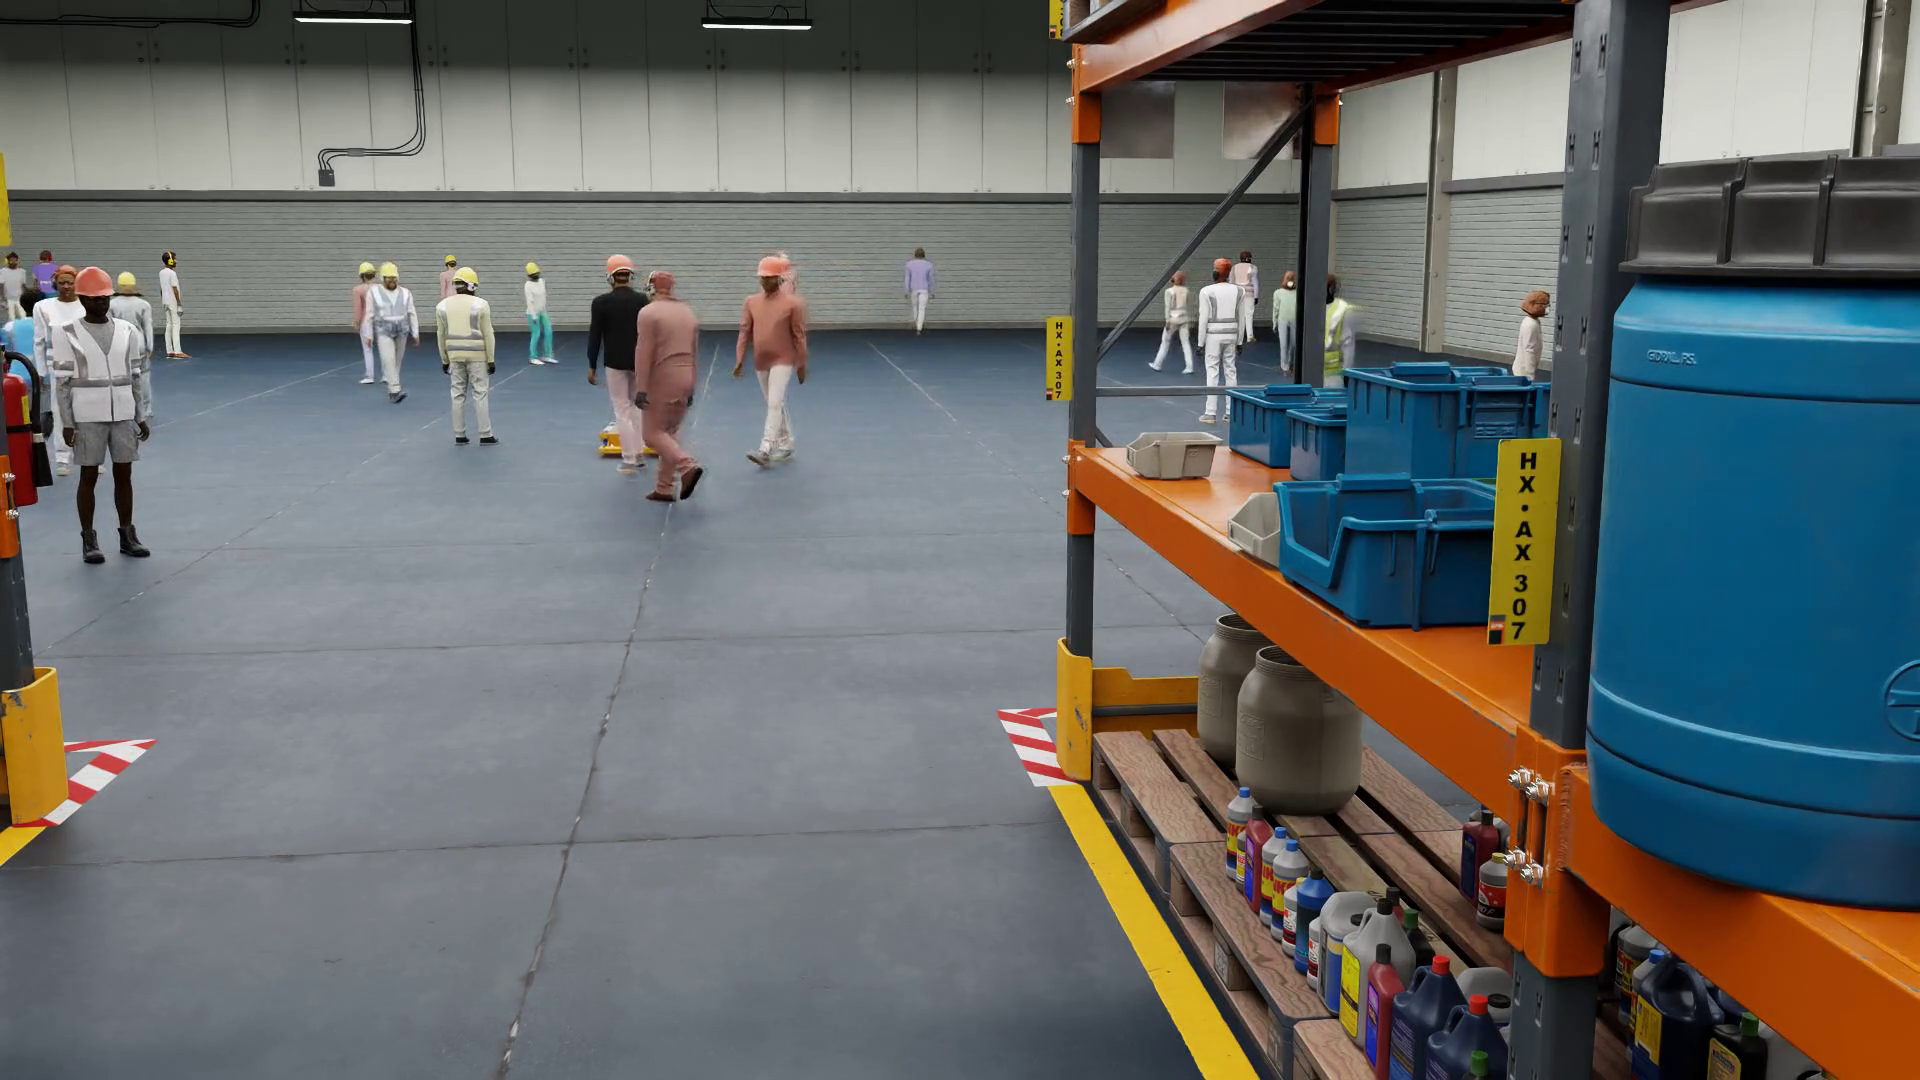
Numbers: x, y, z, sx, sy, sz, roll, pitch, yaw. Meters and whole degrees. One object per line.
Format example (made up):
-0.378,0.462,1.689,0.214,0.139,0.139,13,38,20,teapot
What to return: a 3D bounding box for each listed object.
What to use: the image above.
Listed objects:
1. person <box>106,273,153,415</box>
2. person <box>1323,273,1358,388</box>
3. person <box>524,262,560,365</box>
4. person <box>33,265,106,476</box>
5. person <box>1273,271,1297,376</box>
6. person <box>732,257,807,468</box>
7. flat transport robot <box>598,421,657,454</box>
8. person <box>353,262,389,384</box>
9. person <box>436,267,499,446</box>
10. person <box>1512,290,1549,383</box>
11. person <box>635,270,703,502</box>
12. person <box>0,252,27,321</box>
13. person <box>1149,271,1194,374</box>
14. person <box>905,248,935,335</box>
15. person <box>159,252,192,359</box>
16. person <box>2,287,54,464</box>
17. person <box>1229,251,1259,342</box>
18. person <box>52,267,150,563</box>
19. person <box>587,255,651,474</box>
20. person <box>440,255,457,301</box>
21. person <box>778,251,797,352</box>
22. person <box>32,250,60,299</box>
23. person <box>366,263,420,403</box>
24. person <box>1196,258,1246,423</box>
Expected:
-9.747,-2.270,19.525,0.507,1.702,0.867,-6,12,-30,person
3.469,-1.633,15.765,0.632,1.816,0.869,8,13,39,person
-7.001,-3.757,27.665,0.591,1.708,0.598,6,12,29,person
-7.970,-1.517,14.936,0.579,1.879,0.349,-4,11,-20,person
5.076,-3.346,25.694,0.504,1.615,0.564,1,10,5,person
-1.793,-1.655,15.510,0.620,1.936,1.029,5,12,26,person
-3.234,-1.046,16.759,0.652,0.197,1.431,-1,10,-5,flat transport robot
-8.585,-3.156,24.232,0.328,1.766,0.531,10,14,42,person
-5.020,-1.864,16.993,0.588,1.821,0.404,2,10,10,person
5.523,-1.611,16.161,0.300,1.623,0.505,4,11,21,person
-2.287,-1.213,13.318,0.651,1.866,0.704,6,12,31,person
-18.067,-4.571,31.798,0.508,1.839,0.633,-9,13,-39,person
3.366,-3.408,26.085,0.541,1.590,0.875,-7,12,-33,person
-0.871,-5.450,36.475,0.645,1.884,1.049,1,10,7,person
-13.840,-4.124,29.250,0.514,1.872,0.328,7,13,35,person
-8.436,-1.450,15.130,0.551,1.678,0.520,-1,10,-5,person
5.797,-4.954,33.889,0.621,1.840,0.430,7,12,32,person
-5.630,-0.822,10.962,0.376,1.935,0.550,9,14,41,person
-3.081,-1.593,15.123,0.612,1.969,0.655,-8,13,-37,person
-10.219,-4.846,33.492,0.527,1.768,0.313,-10,14,-44,person
-3.266,-4.406,30.822,0.650,1.861,0.950,-4,11,-23,person
-19.314,-5.208,35.254,0.564,1.846,0.389,-3,11,-15,person
-7.262,-2.653,21.393,0.625,1.785,0.902,-8,13,-37,person
2.992,-2.281,19.103,0.584,1.884,0.347,-3,11,-17,person
